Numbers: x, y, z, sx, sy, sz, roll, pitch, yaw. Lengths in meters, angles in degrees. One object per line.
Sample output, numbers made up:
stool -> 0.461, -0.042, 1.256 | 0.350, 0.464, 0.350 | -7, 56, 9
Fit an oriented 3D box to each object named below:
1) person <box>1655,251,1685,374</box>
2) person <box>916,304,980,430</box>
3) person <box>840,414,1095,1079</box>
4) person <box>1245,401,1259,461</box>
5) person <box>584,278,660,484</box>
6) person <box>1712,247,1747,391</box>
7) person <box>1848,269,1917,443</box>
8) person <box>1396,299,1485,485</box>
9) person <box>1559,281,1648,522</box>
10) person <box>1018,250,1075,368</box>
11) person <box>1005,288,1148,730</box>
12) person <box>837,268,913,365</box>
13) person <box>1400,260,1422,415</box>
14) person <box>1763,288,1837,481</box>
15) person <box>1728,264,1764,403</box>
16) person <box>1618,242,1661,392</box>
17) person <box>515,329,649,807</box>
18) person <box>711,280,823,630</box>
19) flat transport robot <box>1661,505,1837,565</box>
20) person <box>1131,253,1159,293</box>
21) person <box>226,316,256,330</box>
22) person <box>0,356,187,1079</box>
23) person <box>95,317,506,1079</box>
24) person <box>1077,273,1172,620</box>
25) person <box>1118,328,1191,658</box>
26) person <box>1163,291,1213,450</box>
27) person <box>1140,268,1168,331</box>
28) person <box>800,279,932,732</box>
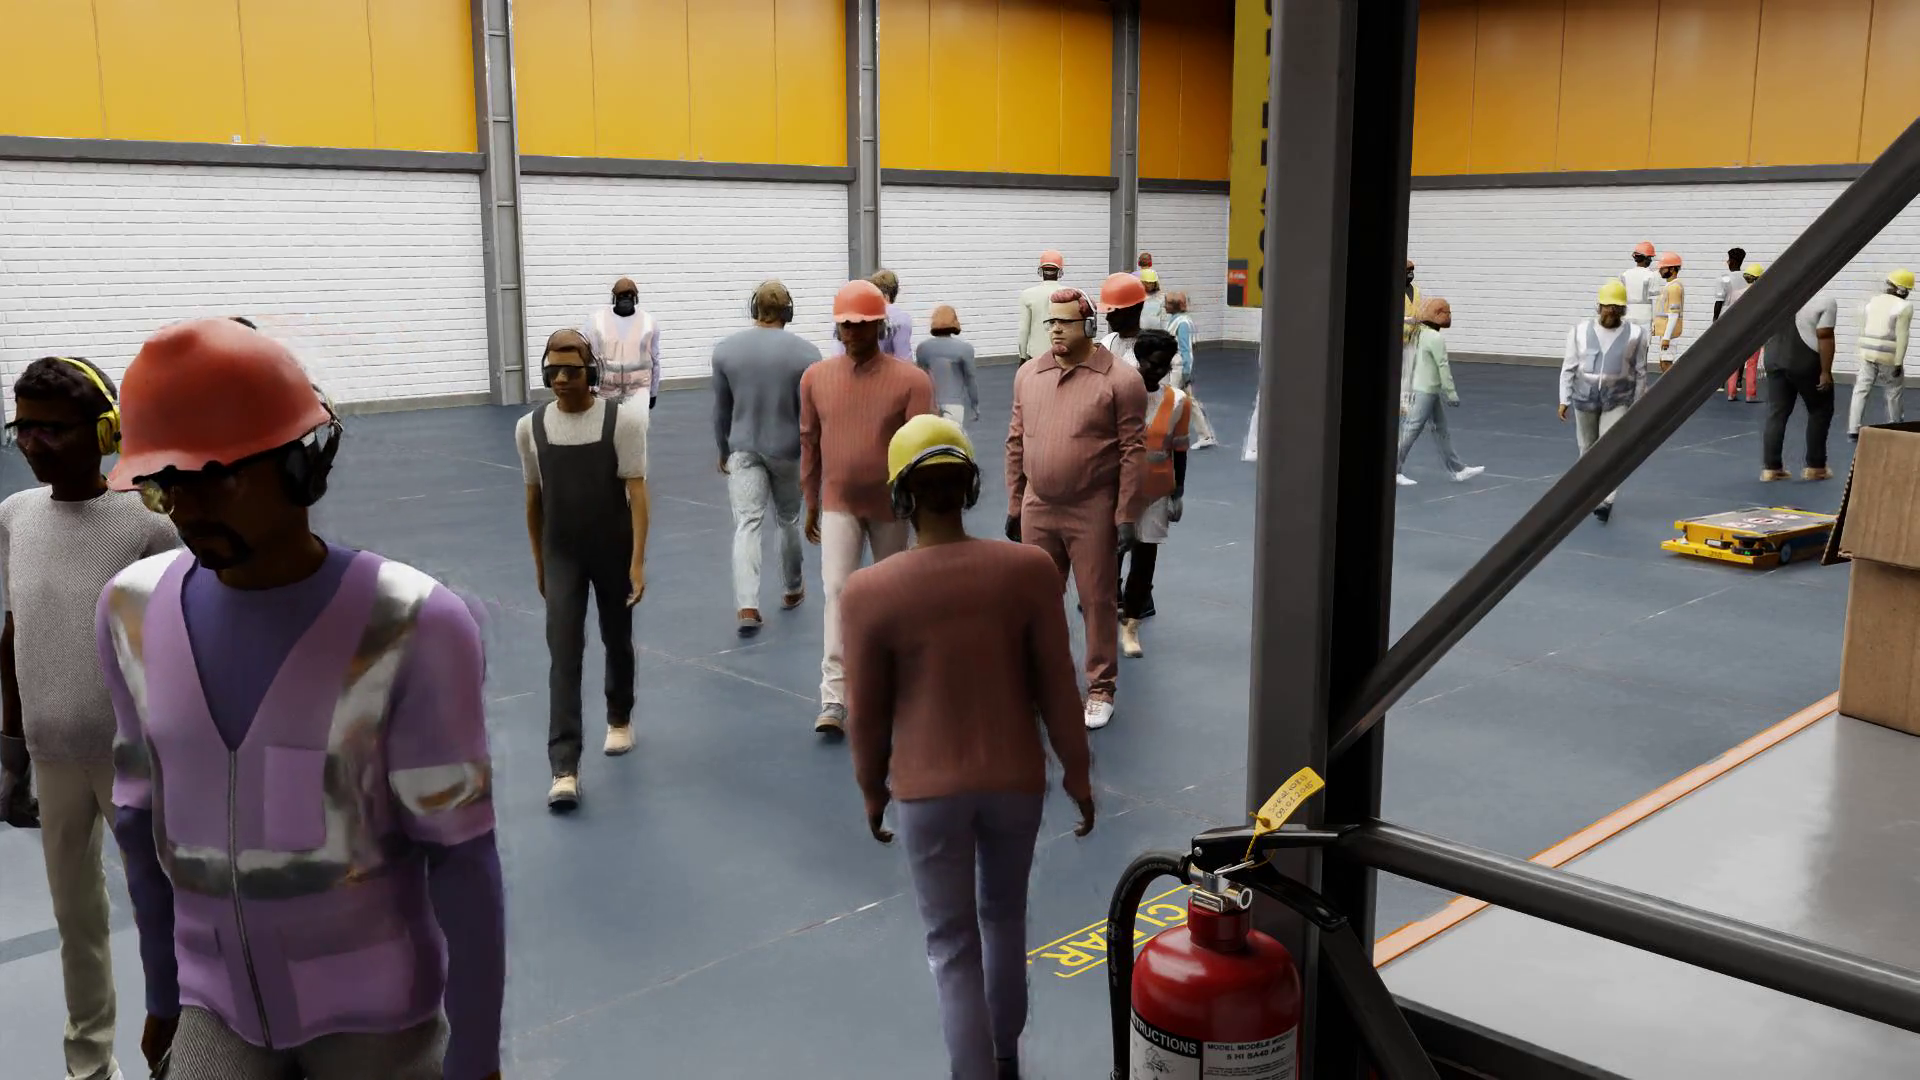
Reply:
person -> 8.476, -2.484, 19.967 | 0.353, 1.939, 0.544 | 3, 11, 17
person -> -0.127, -1.066, 13.180 | 0.502, 1.594, 0.842 | 5, 12, 27
person -> 0.002, 0.566, 3.944 | 0.577, 1.709, 0.771 | -2, 11, -12
person -> 3.110, -1.659, 15.769 | 0.950, 1.821, 0.535 | -4, 11, -19
person -> -2.772, -1.263, 13.728 | 0.604, 1.800, 0.961 | -2, 11, -9
person -> 10.587, -3.019, 22.811 | 0.606, 1.966, 0.367 | -2, 11, -9
person -> 9.587, -1.889, 17.150 | 0.902, 1.768, 0.614 | -5, 11, -25
person -> 4.079, -1.251, 14.205 | 0.861, 1.589, 0.507 | 1, 10, 7
person -> 4.846, -1.052, 12.577 | 0.590, 1.781, 0.929 | 5, 12, 27
person -> 0.865, -1.774, 15.945 | 0.623, 1.992, 0.396 | 0, 10, 0
person -> 0.473, -0.134, 7.240 | 0.651, 1.907, 0.409 | 6, 12, 29
person -> -0.651, -1.200, 13.166 | 0.633, 1.873, 0.959 | 7, 13, 35
person -> 5.223, -2.382, 19.670 | 0.625, 1.846, 0.429 | -6, 12, -30
person -> 7.353, -1.524, 14.455 | 0.789, 2.000, 0.705 | -6, 12, -29
person -> 10.077, -2.633, 21.251 | 0.313, 1.769, 0.523 | -7, 12, -32
person -> 9.051, -2.940, 22.168 | 0.378, 2.044, 0.607 | -8, 13, -36
person -> -1.463, 0.068, 6.509 | 0.509, 1.790, 1.013 | -1, 10, -5
person -> -1.061, -0.473, 9.152 | 0.638, 1.897, 0.998 | 0, 10, 2
flat transport robot -> 5.443, -0.045, 11.218 | 1.431, 0.197, 0.652 | -7, 13, -34
person -> 2.956, -3.688, 26.772 | 0.569, 1.848, 0.378 | 9, 14, 40
person -> -4.075, -0.419, 9.436 | 0.540, 1.678, 0.495 | -1, 10, -7
person -> -2.002, 0.512, 3.848 | 0.510, 1.861, 0.328 | 1, 10, 8
person -> -0.979, 0.689, 2.449 | 0.644, 2.015, 0.634 | 2, 11, 8
person -> 0.910, -0.514, 9.257 | 0.374, 1.928, 0.543 | -8, 13, -37
person -> 0.877, -0.241, 8.436 | 0.590, 1.669, 0.447 | -2, 11, -10
person -> 2.130, -1.670, 16.478 | 0.878, 1.588, 0.535 | -1, 10, -3
person -> 2.313, -2.457, 20.410 | 0.486, 1.730, 0.385 | -3, 11, -17
person -> -0.410, -0.162, 7.304 | 0.641, 1.939, 1.017 | 2, 11, 9
